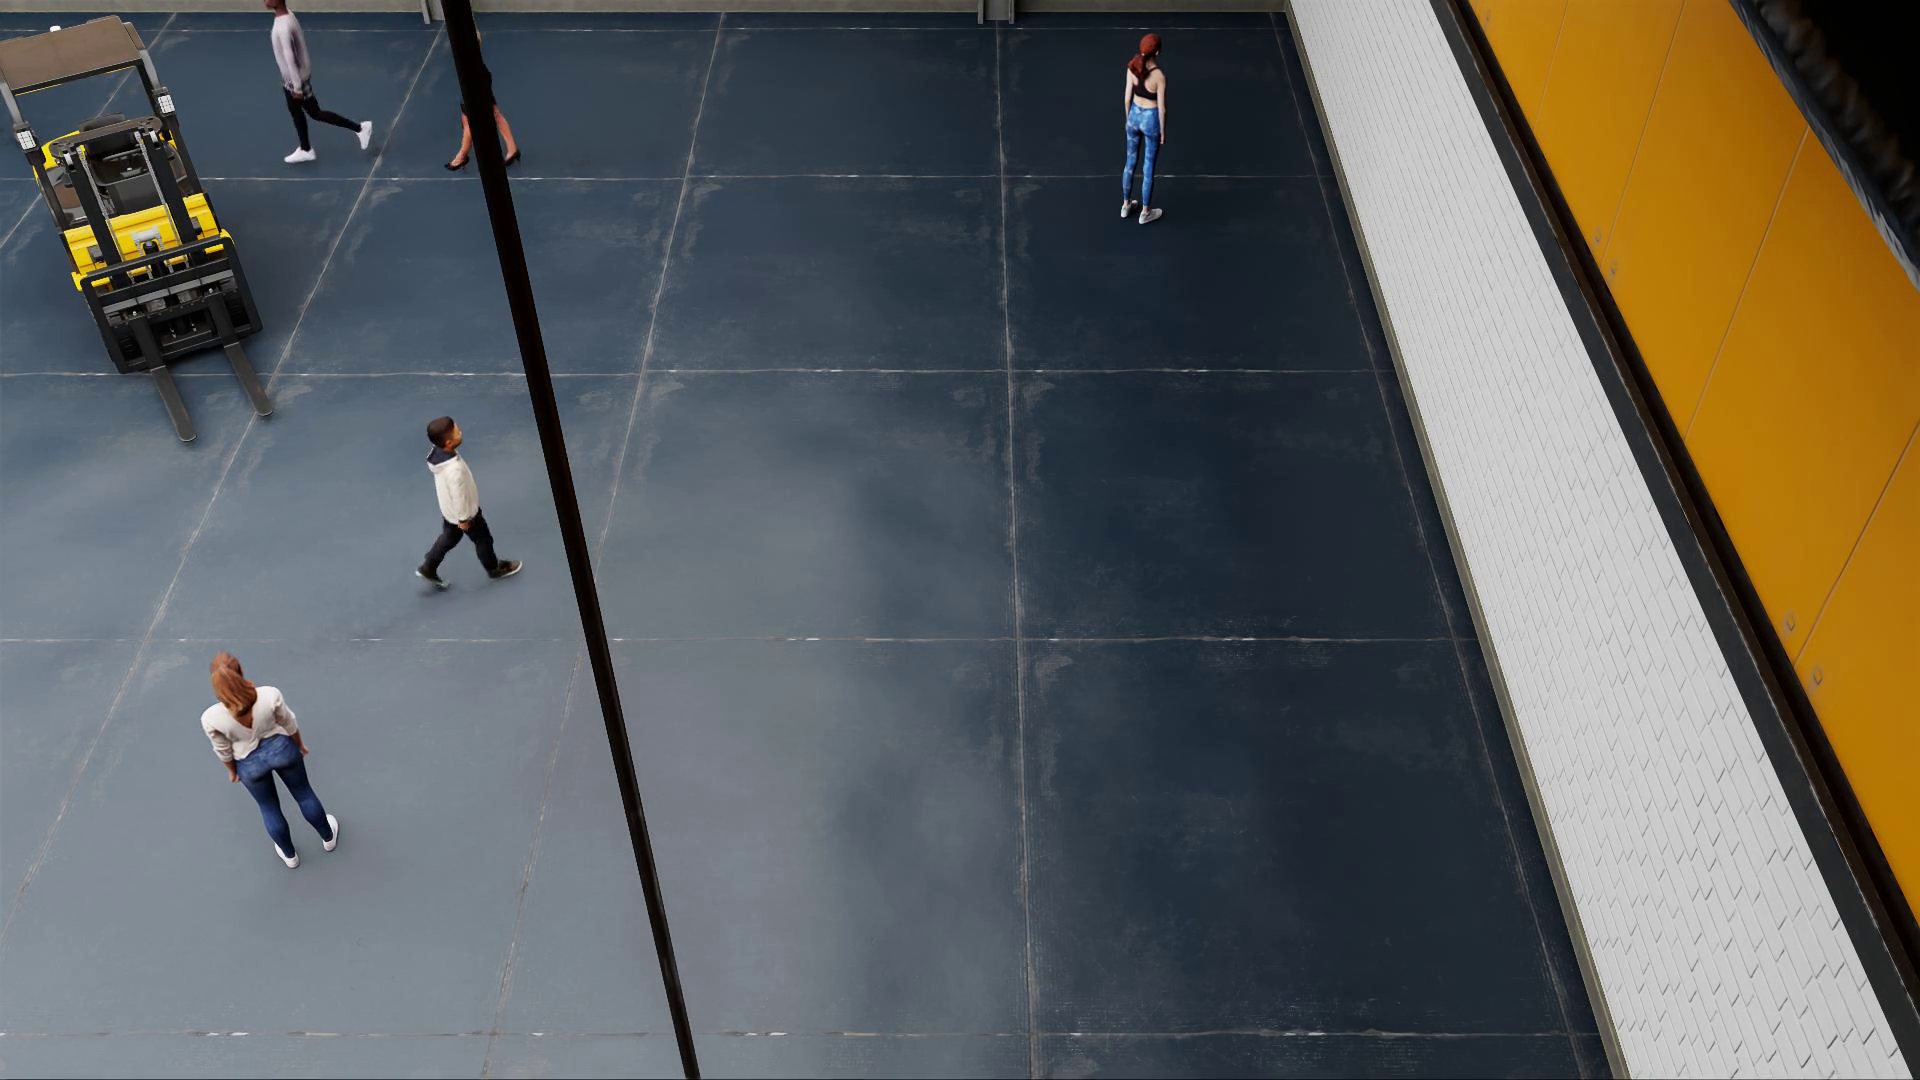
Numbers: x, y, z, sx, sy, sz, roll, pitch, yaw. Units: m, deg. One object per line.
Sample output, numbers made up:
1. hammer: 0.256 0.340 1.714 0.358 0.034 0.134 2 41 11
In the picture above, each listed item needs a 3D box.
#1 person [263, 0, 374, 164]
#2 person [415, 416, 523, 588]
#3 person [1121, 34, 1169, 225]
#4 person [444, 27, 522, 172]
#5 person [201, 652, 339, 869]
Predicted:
1. person: -6.029 -4.307 15.406 1.177 1.748 0.879 -14 45 -14
2. person: -3.487 -0.210 11.335 1.032 1.431 0.880 -23 48 -22
3. person: 1.629 -3.628 14.666 0.676 1.785 0.745 27 50 26
4. person: -4.348 -4.156 15.322 0.967 1.646 0.671 -6 44 -6
5. person: -3.986 1.265 9.574 0.637 1.725 0.750 -22 48 -21
